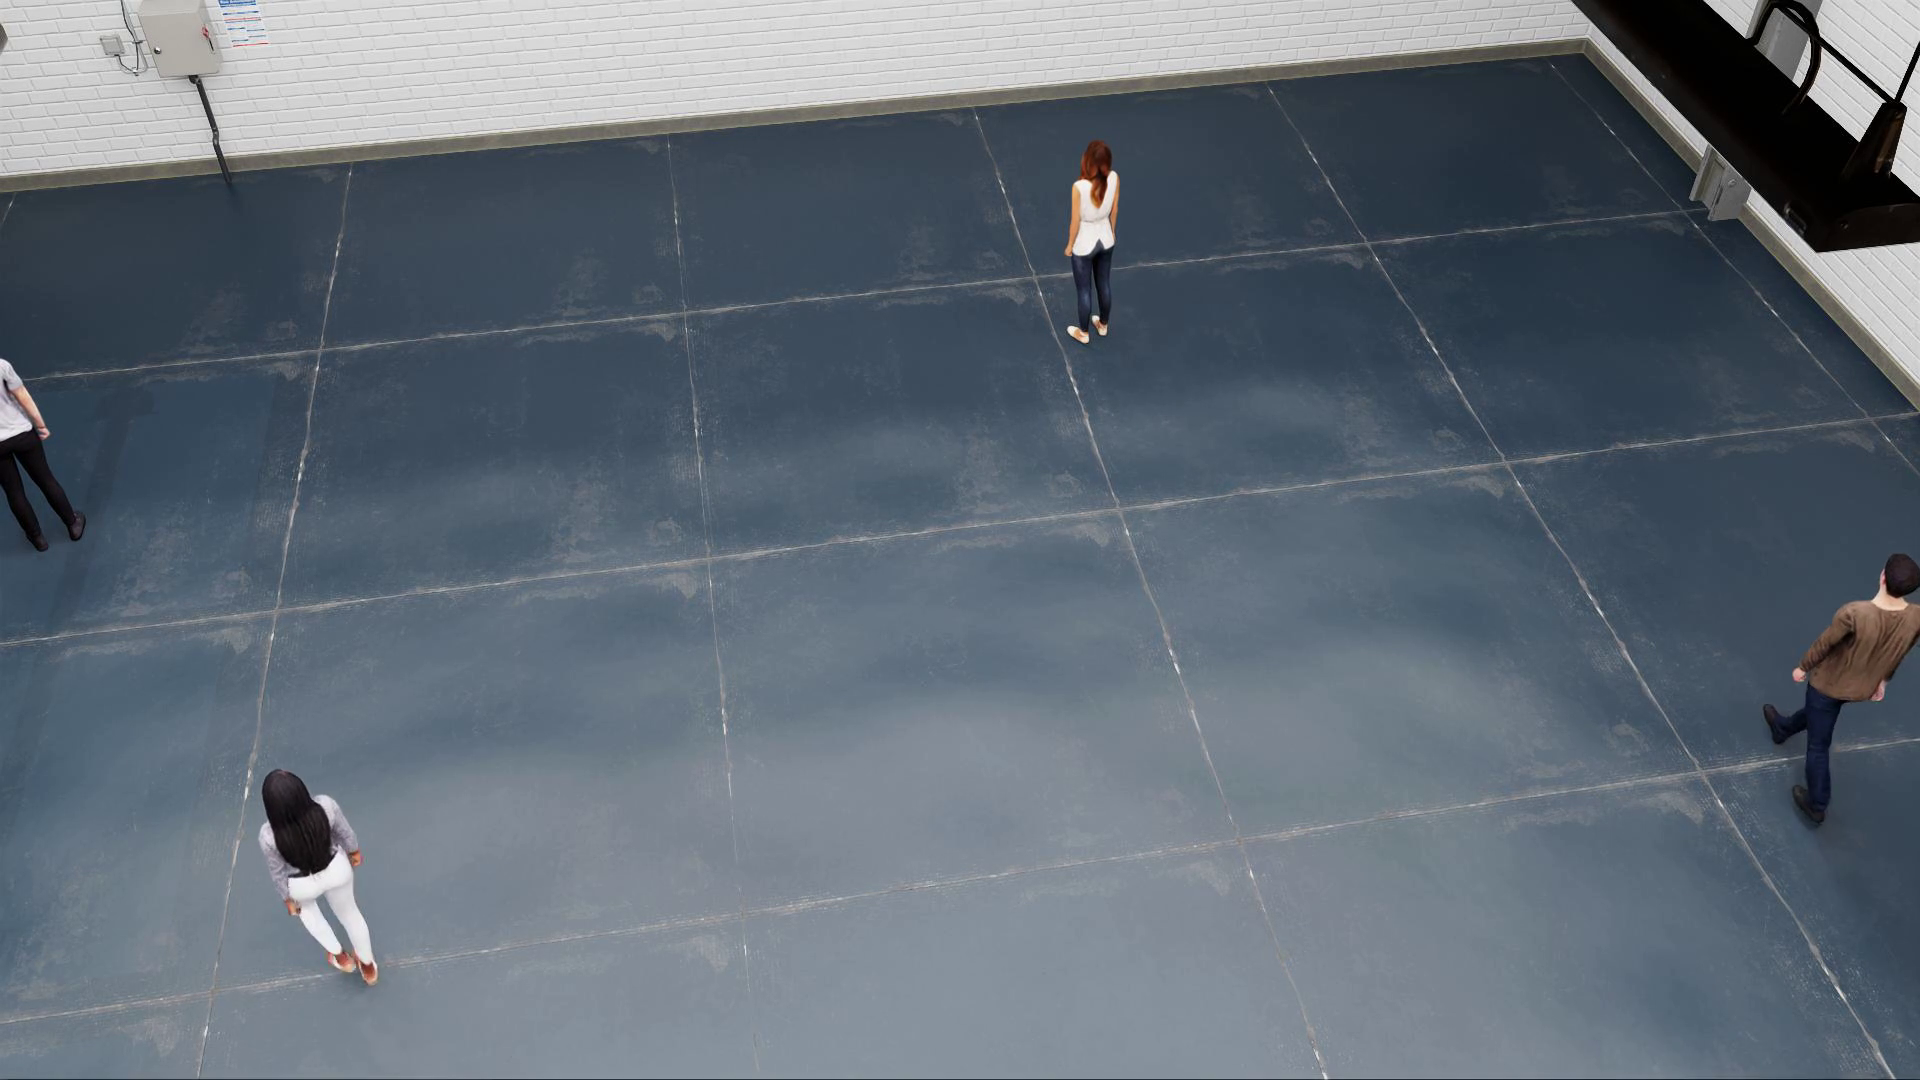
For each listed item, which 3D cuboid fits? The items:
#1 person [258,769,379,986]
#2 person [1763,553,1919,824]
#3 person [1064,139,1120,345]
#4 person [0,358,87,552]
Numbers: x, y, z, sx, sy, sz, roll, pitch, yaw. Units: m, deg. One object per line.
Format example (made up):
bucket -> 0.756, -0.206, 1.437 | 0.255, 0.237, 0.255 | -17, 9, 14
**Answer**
person -> -3.342, 1.843, 8.761 | 0.728, 1.712, 0.756 | -27, 50, -25
person -> 5.165, 0.882, 9.673 | 0.724, 1.844, 1.169 | -3, 44, -3
person -> 1.053, -2.334, 13.092 | 0.637, 1.785, 0.611 | -19, 47, -19
person -> -6.503, -0.695, 11.315 | 0.737, 1.863, 0.669 | -21, 48, -21
